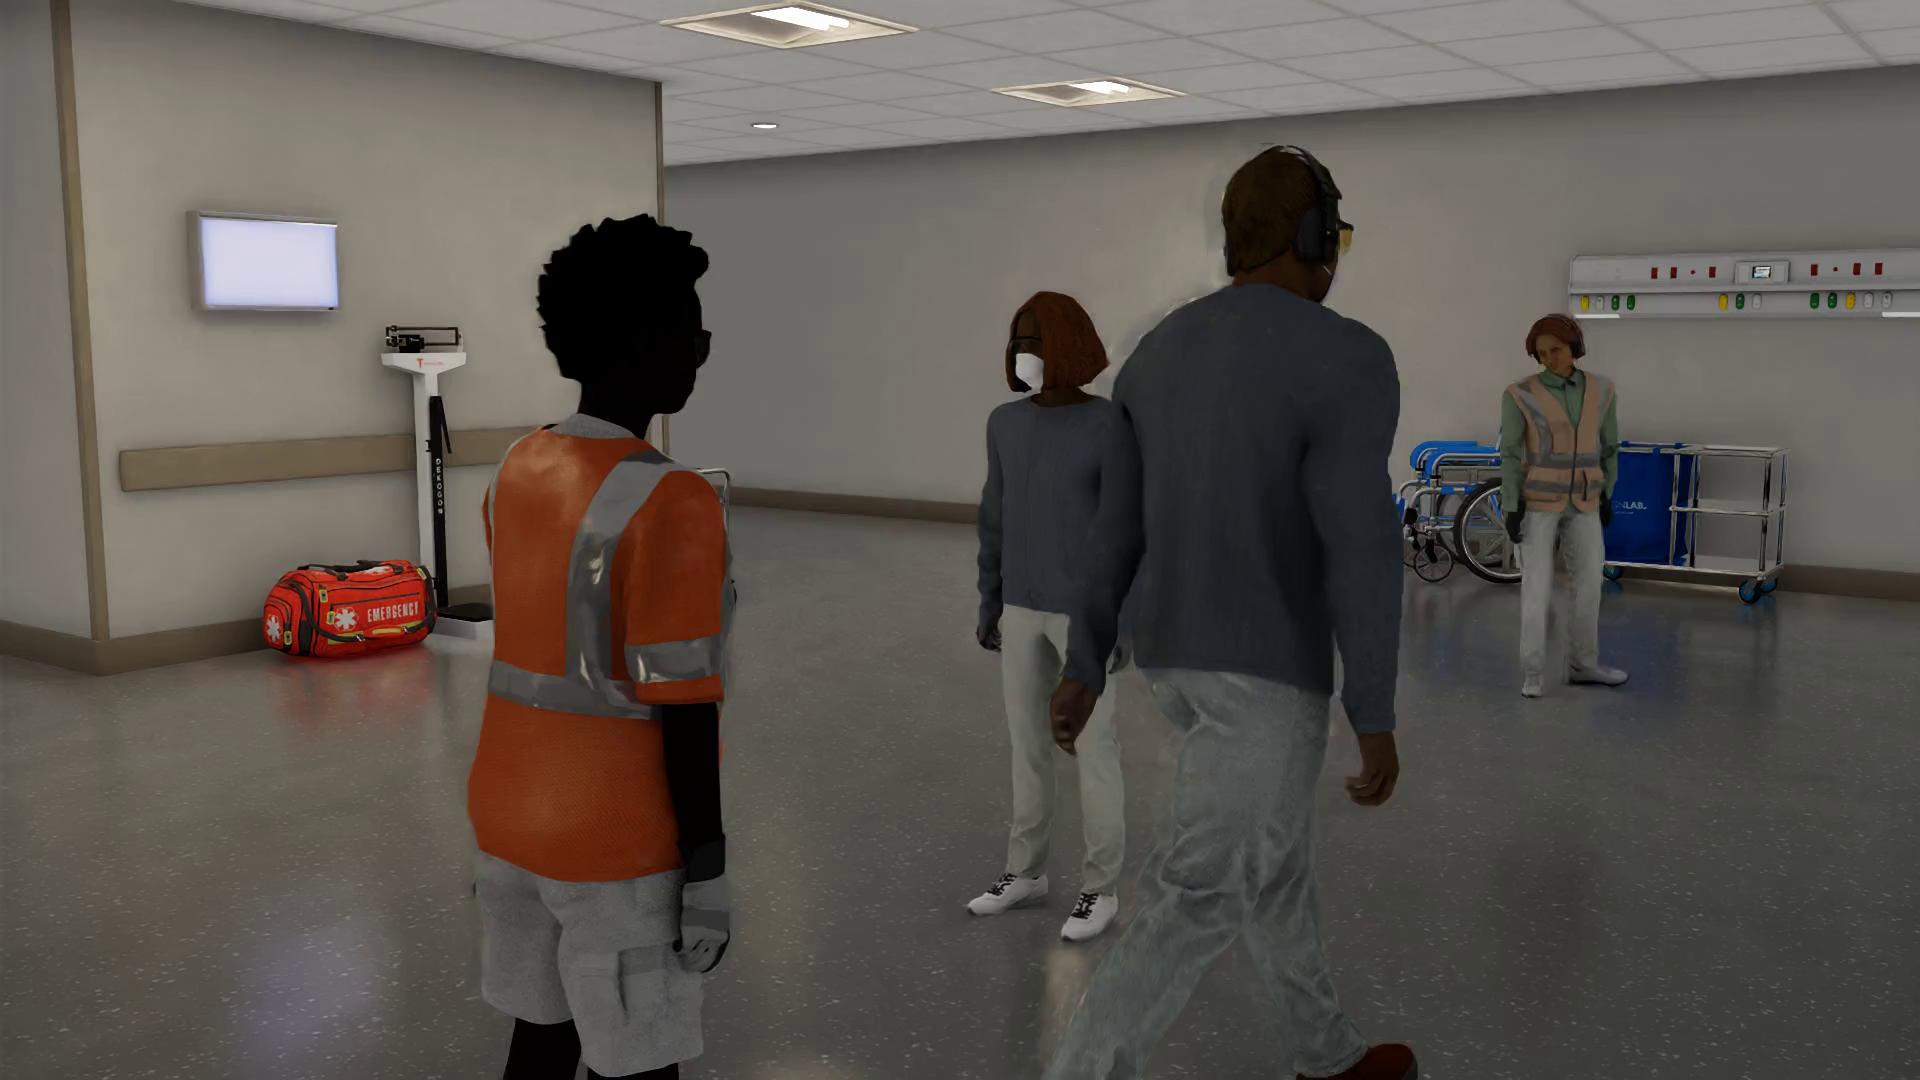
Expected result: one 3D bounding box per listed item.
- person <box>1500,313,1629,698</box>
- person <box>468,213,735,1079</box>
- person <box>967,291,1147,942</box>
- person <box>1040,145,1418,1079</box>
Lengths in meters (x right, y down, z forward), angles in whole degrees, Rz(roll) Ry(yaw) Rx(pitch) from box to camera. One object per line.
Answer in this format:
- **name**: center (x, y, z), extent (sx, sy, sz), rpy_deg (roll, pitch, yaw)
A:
- **person**: center (2.521, -0.135, 6.951), extent (0.619, 1.609, 0.403), rpy_deg (-1, 7, -9)
- **person**: center (-0.485, 0.409, 2.287), extent (0.323, 1.690, 0.534), rpy_deg (-6, 9, -41)
- **person**: center (0.246, 0.191, 4.234), extent (0.503, 1.632, 0.271), rpy_deg (6, 10, 42)
- **person**: center (0.450, 0.237, 2.953), extent (1.106, 1.880, 0.638), rpy_deg (-4, 8, -30)
